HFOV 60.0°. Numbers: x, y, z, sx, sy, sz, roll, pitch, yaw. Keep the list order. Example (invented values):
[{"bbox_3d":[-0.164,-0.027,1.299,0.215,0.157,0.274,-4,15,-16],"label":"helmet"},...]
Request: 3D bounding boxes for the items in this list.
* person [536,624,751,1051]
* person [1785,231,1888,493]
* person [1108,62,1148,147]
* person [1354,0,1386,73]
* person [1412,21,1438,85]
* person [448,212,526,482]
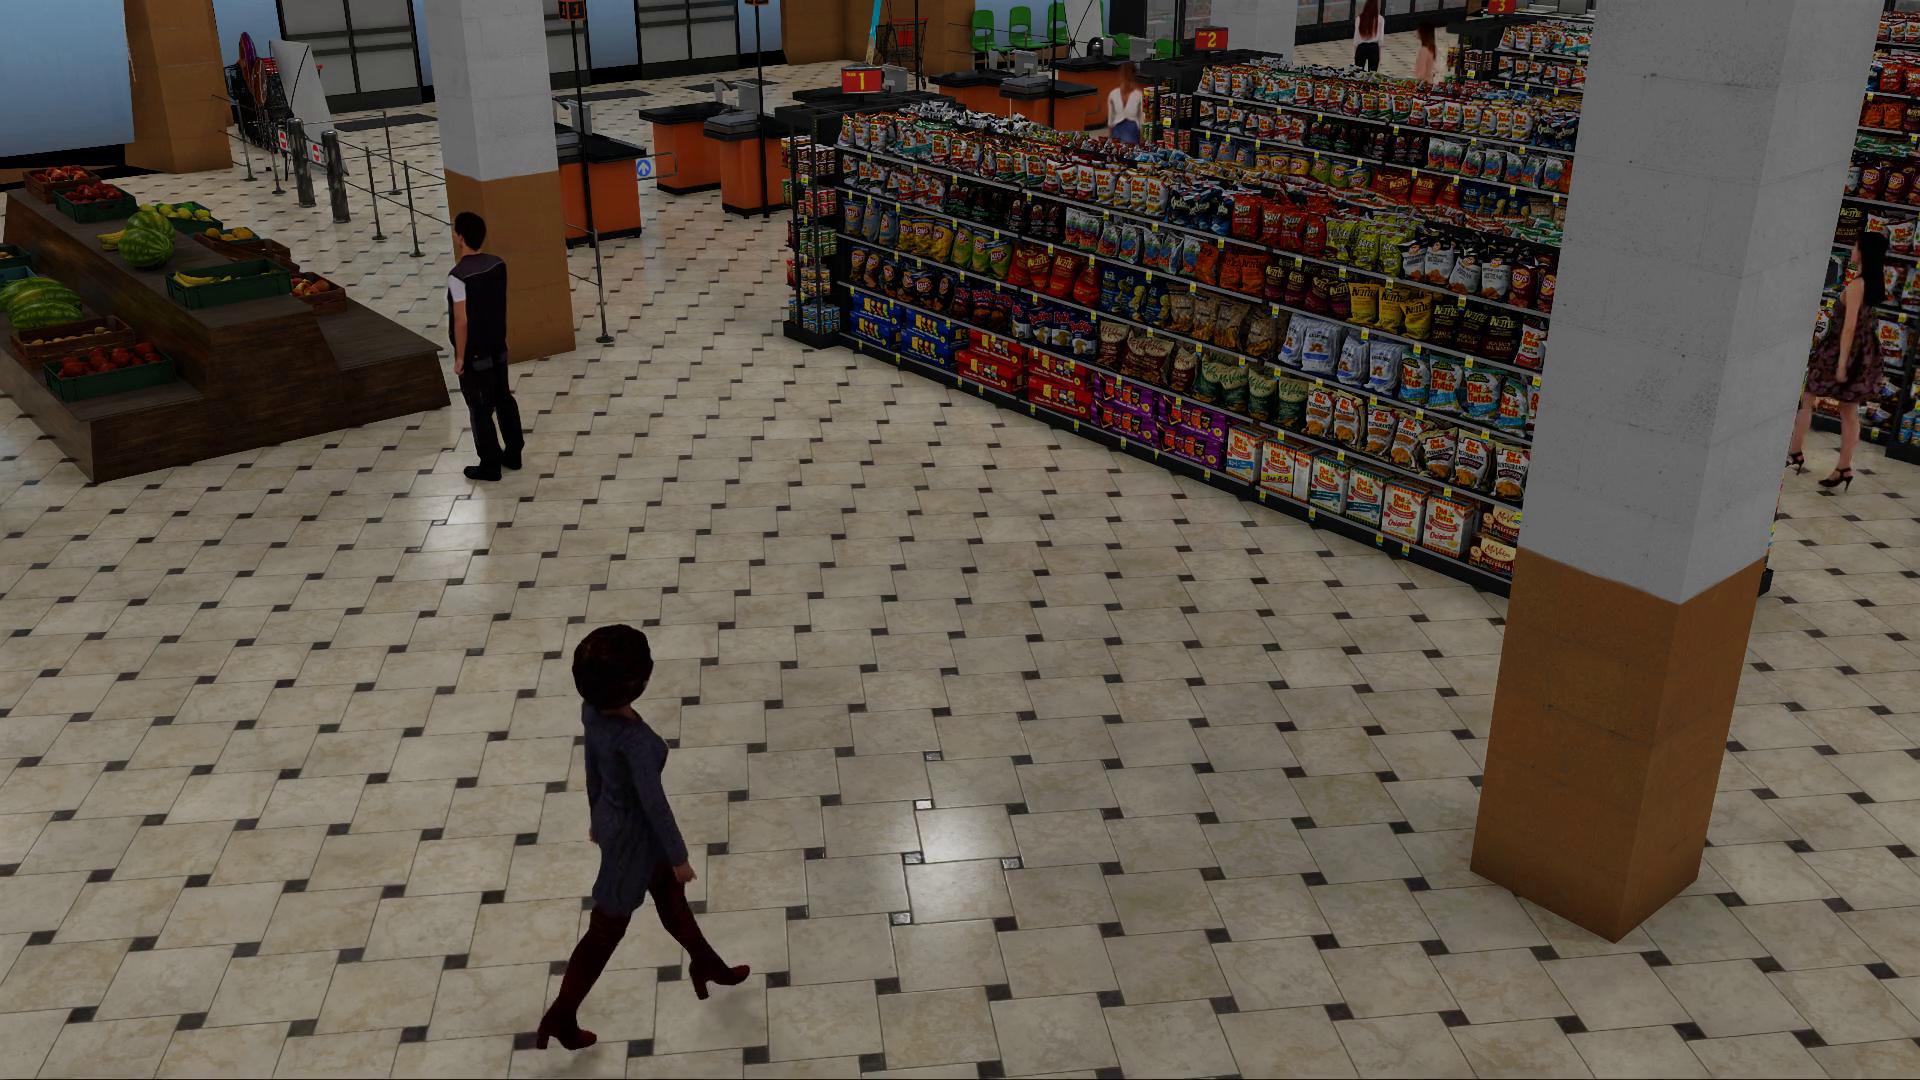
[{"bbox_3d":[-1.272,1.136,5.994,0.789,1.666,1.075,-13,27,-28],"label":"person"},{"bbox_3d":[6.013,-1.163,11.140,0.678,1.752,0.809,-15,28,-30],"label":"person"},{"bbox_3d":[1.870,-4.531,18.889,0.854,1.711,0.879,8,25,18],"label":"person"},{"bbox_3d":[6.204,-7.379,25.338,0.639,1.757,0.725,5,24,11],"label":"person"},{"bbox_3d":[6.197,-5.938,22.017,0.903,1.780,0.775,12,26,26],"label":"person"},{"bbox_3d":[-3.261,-1.323,11.386,0.710,1.849,0.730,12,26,25],"label":"person"}]
